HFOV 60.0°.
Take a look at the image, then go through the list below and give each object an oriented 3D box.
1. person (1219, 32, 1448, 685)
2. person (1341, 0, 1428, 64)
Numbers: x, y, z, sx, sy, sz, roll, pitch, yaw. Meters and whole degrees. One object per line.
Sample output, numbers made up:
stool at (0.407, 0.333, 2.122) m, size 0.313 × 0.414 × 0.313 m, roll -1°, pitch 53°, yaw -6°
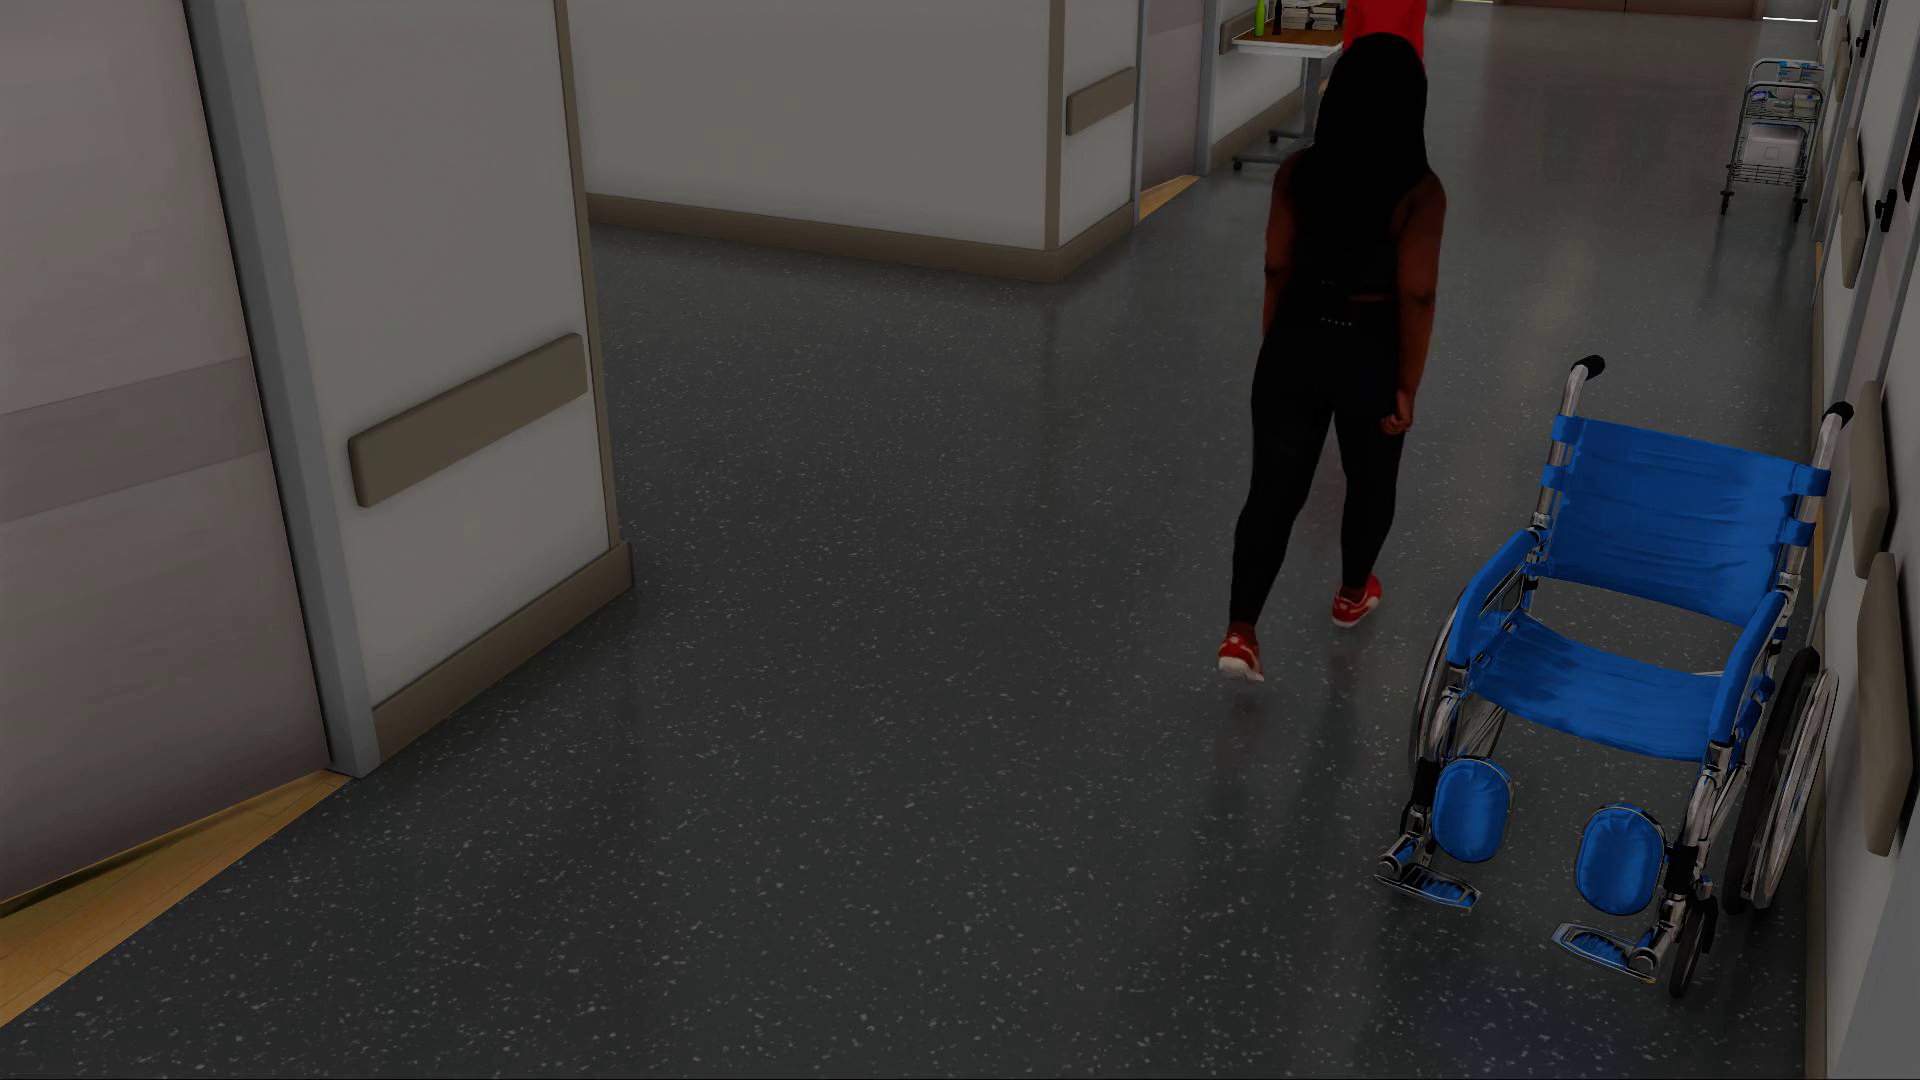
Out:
person at (0.985, -0.426, 4.532) m, size 0.652 × 1.782 × 1.161 m, roll 12°, pitch 28°, yaw 23°
person at (2.015, -2.098, 8.120) m, size 0.593 × 1.677 × 0.880 m, roll 8°, pitch 27°, yaw 17°
